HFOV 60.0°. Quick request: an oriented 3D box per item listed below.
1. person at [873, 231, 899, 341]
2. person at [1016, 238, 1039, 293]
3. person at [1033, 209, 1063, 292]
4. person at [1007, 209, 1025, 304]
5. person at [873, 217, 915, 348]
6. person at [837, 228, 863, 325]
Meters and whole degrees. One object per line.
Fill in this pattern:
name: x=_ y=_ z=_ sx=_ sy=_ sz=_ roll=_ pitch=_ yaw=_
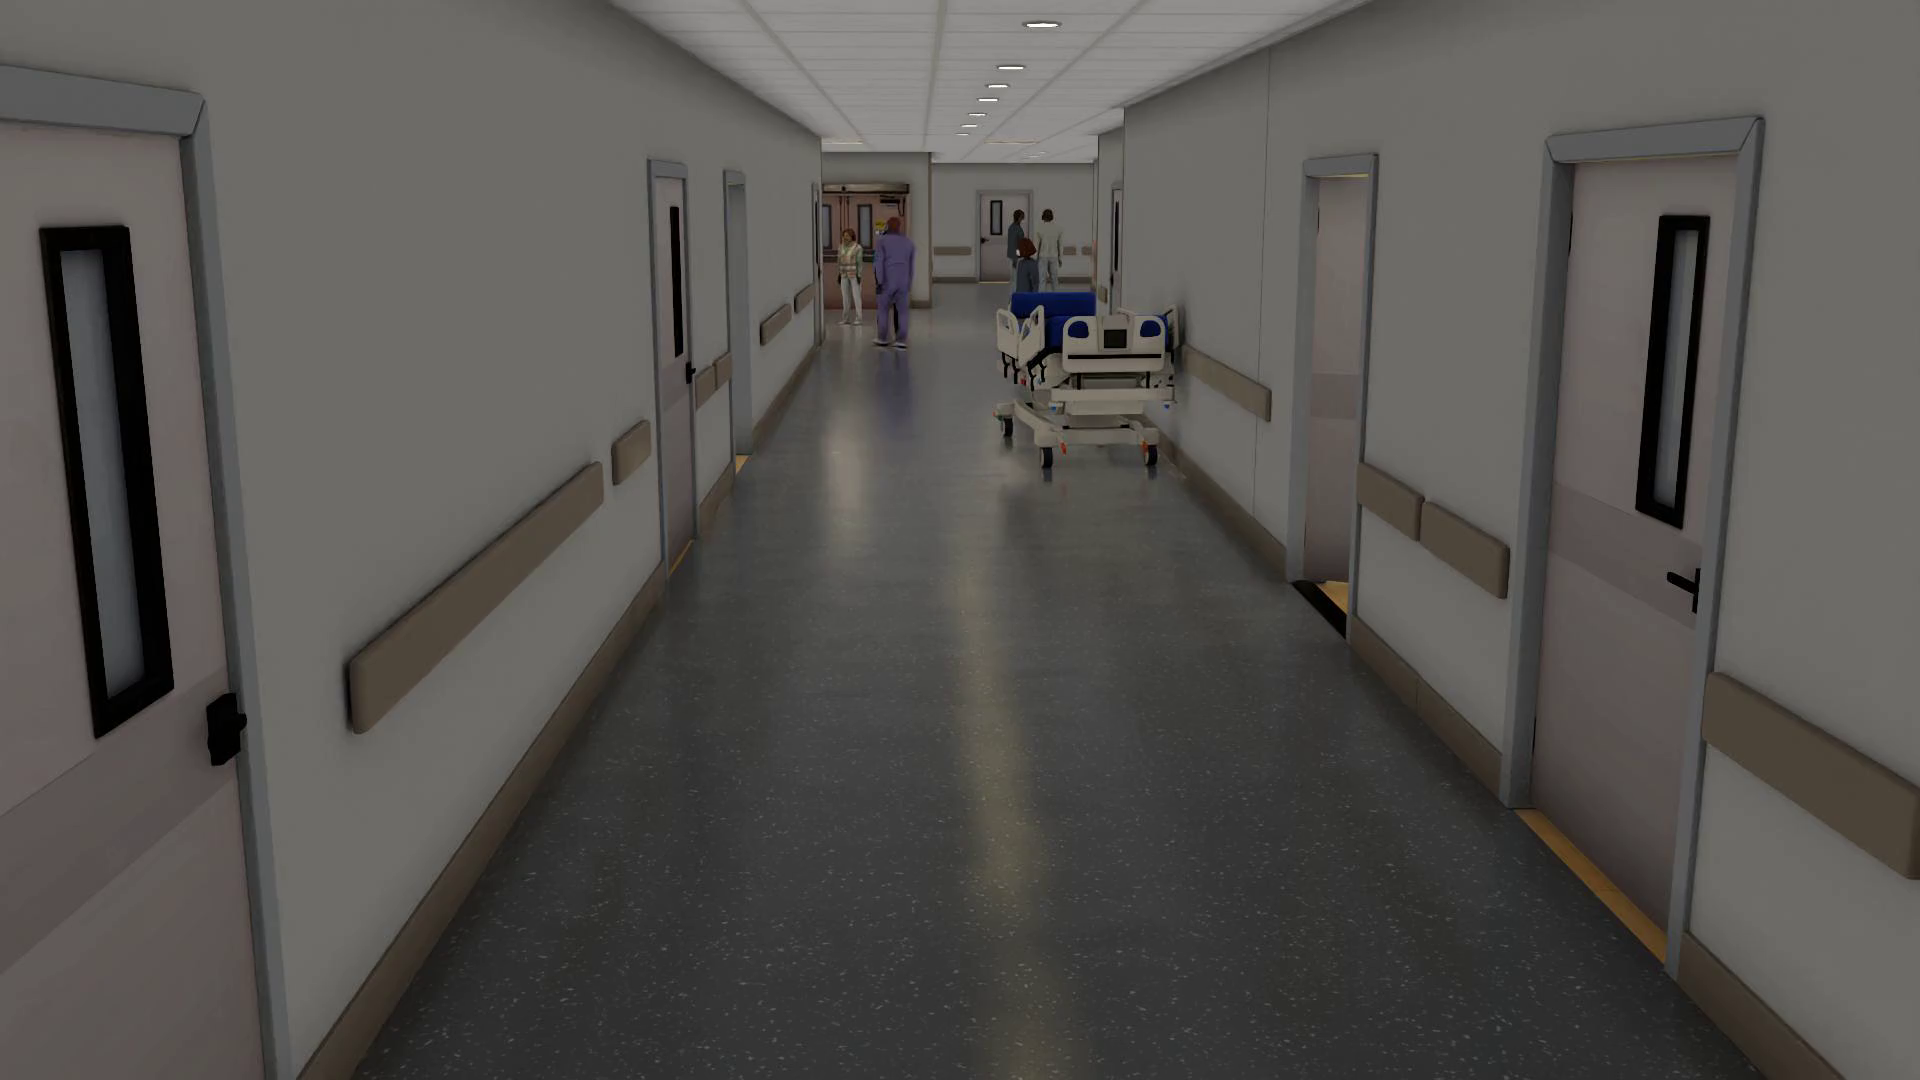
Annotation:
person: x=-1.029 y=-3.800 z=24.854 sx=0.533 sy=1.697 sz=0.319 roll=-3 pitch=12 yaw=-15
person: x=0.857 y=-3.080 z=21.501 sx=0.268 sy=1.632 sz=0.506 roll=-5 pitch=13 yaw=-22
person: x=1.714 y=-5.499 z=32.537 sx=0.635 sy=1.937 sz=0.354 roll=-3 pitch=12 yaw=-16
person: x=1.112 y=-5.524 z=32.703 sx=0.384 sy=1.928 sz=0.636 roll=2 pitch=12 yaw=11
person: x=-0.991 y=-3.732 z=24.115 sx=0.682 sy=1.866 sz=0.865 roll=-6 pitch=13 yaw=-27
person: x=-1.866 y=-4.467 z=28.266 sx=0.516 sy=1.634 sz=0.309 roll=7 pitch=14 yaw=32
